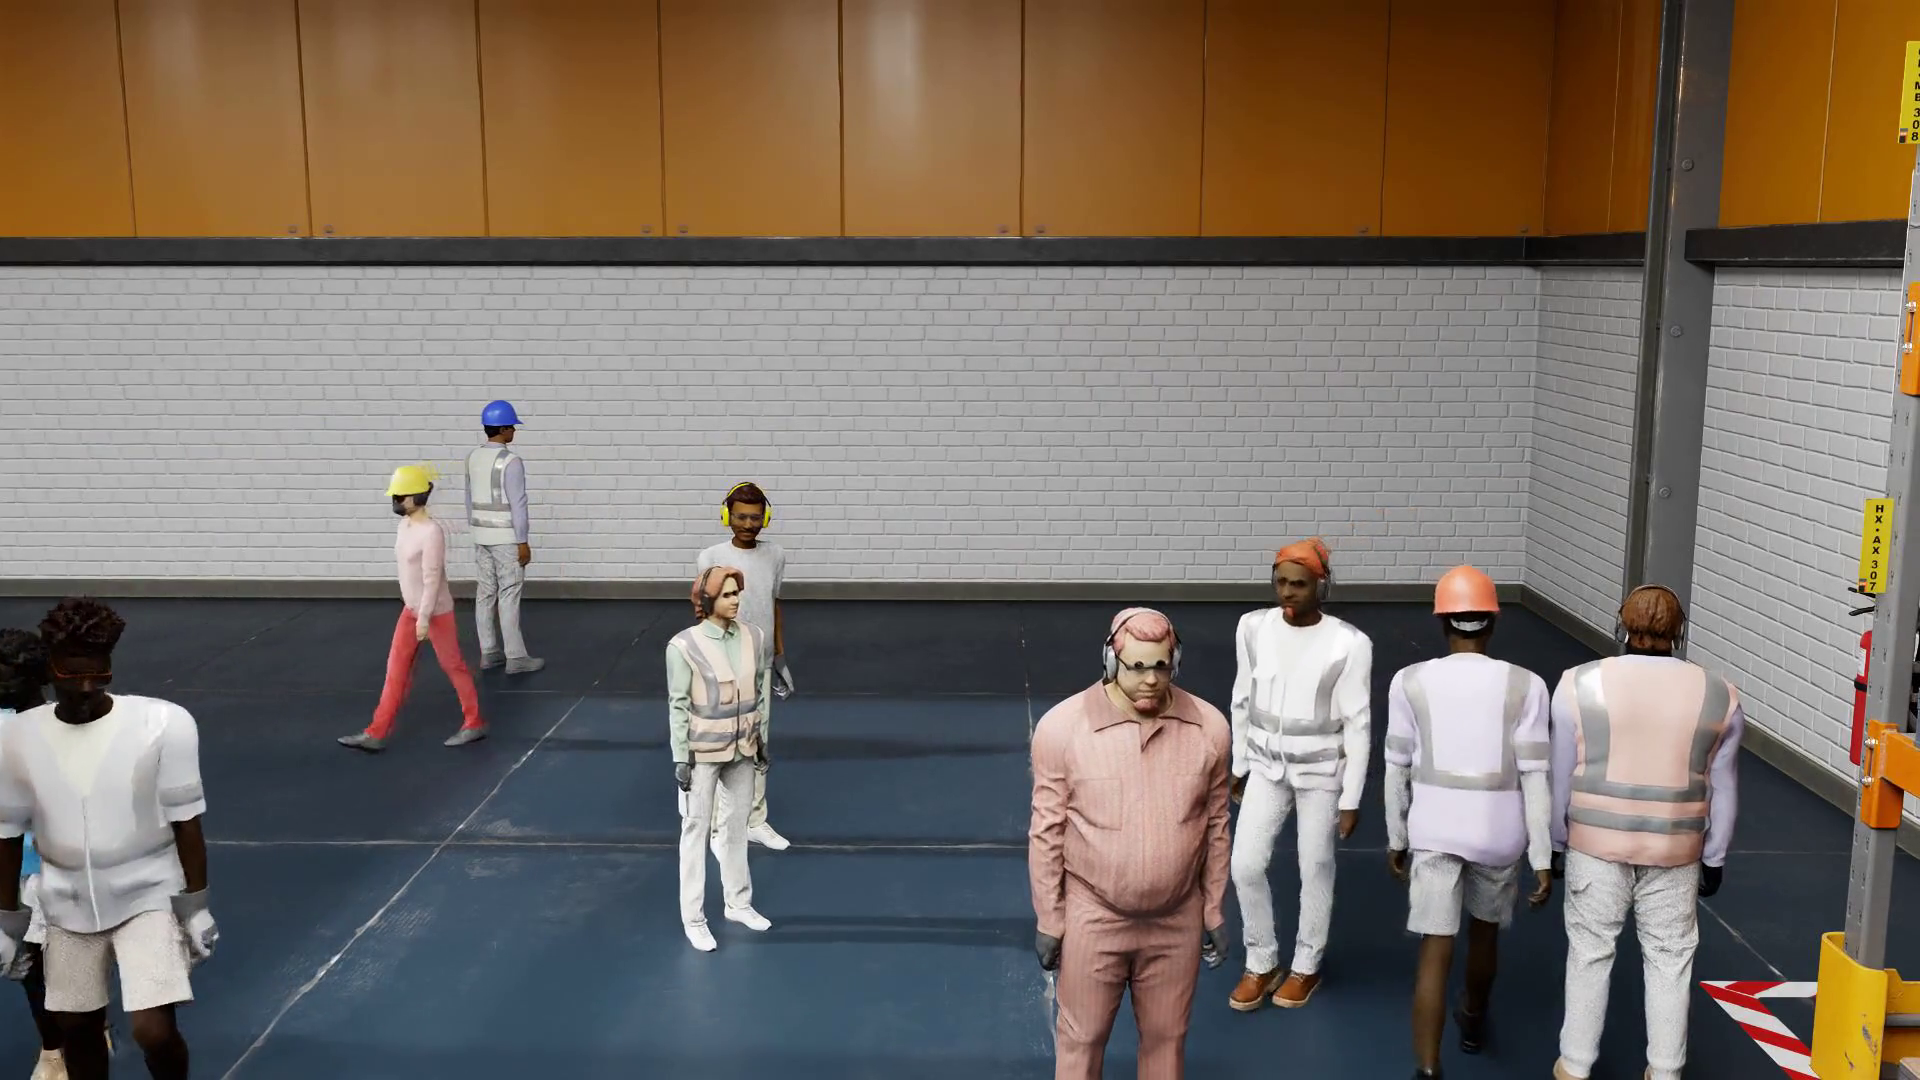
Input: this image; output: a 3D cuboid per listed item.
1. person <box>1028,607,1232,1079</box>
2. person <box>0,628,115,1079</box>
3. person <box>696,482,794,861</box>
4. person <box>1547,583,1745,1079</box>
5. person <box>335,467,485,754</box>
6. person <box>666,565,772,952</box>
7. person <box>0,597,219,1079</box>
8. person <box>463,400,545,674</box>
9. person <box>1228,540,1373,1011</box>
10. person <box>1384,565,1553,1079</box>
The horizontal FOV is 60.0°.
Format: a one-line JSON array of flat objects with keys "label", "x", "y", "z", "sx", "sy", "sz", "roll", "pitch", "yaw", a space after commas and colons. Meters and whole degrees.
[{"label": "person", "x": 0.529, "y": 1.140, "z": 5.062, "sx": 0.640, "sy": 1.905, "sz": 0.410, "roll": -2, "pitch": 10, "yaw": -10}, {"label": "person", "x": -3.231, "y": 1.136, "z": 5.744, "sx": 0.552, "sy": 1.671, "sz": 0.608, "roll": 6, "pitch": 11, "yaw": 33}, {"label": "person", "x": -1.048, "y": 0.639, "z": 8.178, "sx": 0.520, "sy": 1.865, "sz": 0.332, "roll": -8, "pitch": 12, "yaw": -39}, {"label": "person", "x": 2.339, "y": 1.058, "z": 5.774, "sx": 0.632, "sy": 1.837, "sz": 0.430, "roll": 2, "pitch": 10, "yaw": 13}, {"label": "person", "x": -3.243, "y": 0.428, "z": 9.838, "sx": 0.891, "sy": 1.714, "sz": 0.549, "roll": -9, "pitch": 13, "yaw": -42}, {"label": "person", "x": -1.035, "y": 0.924, "z": 7.157, "sx": 0.310, "sy": 1.645, "sz": 0.521, "roll": 9, "pitch": 13, "yaw": 42}, {"label": "person", "x": -2.608, "y": 1.115, "z": 5.103, "sx": 0.673, "sy": 1.937, "sz": 0.483, "roll": -1, "pitch": 10, "yaw": -9}, {"label": "person", "x": -3.281, "y": -0.024, "z": 11.889, "sx": 0.605, "sy": 1.949, "sz": 0.402, "roll": 8, "pitch": 12, "yaw": 39}, {"label": "person", "x": 1.261, "y": 0.932, "z": 6.398, "sx": 0.614, "sy": 1.865, "sz": 0.605, "roll": 7, "pitch": 12, "yaw": 35}, {"label": "person", "x": 1.770, "y": 1.041, "z": 5.820, "sx": 0.584, "sy": 1.856, "sz": 1.029, "roll": 3, "pitch": 10, "yaw": 18}]
